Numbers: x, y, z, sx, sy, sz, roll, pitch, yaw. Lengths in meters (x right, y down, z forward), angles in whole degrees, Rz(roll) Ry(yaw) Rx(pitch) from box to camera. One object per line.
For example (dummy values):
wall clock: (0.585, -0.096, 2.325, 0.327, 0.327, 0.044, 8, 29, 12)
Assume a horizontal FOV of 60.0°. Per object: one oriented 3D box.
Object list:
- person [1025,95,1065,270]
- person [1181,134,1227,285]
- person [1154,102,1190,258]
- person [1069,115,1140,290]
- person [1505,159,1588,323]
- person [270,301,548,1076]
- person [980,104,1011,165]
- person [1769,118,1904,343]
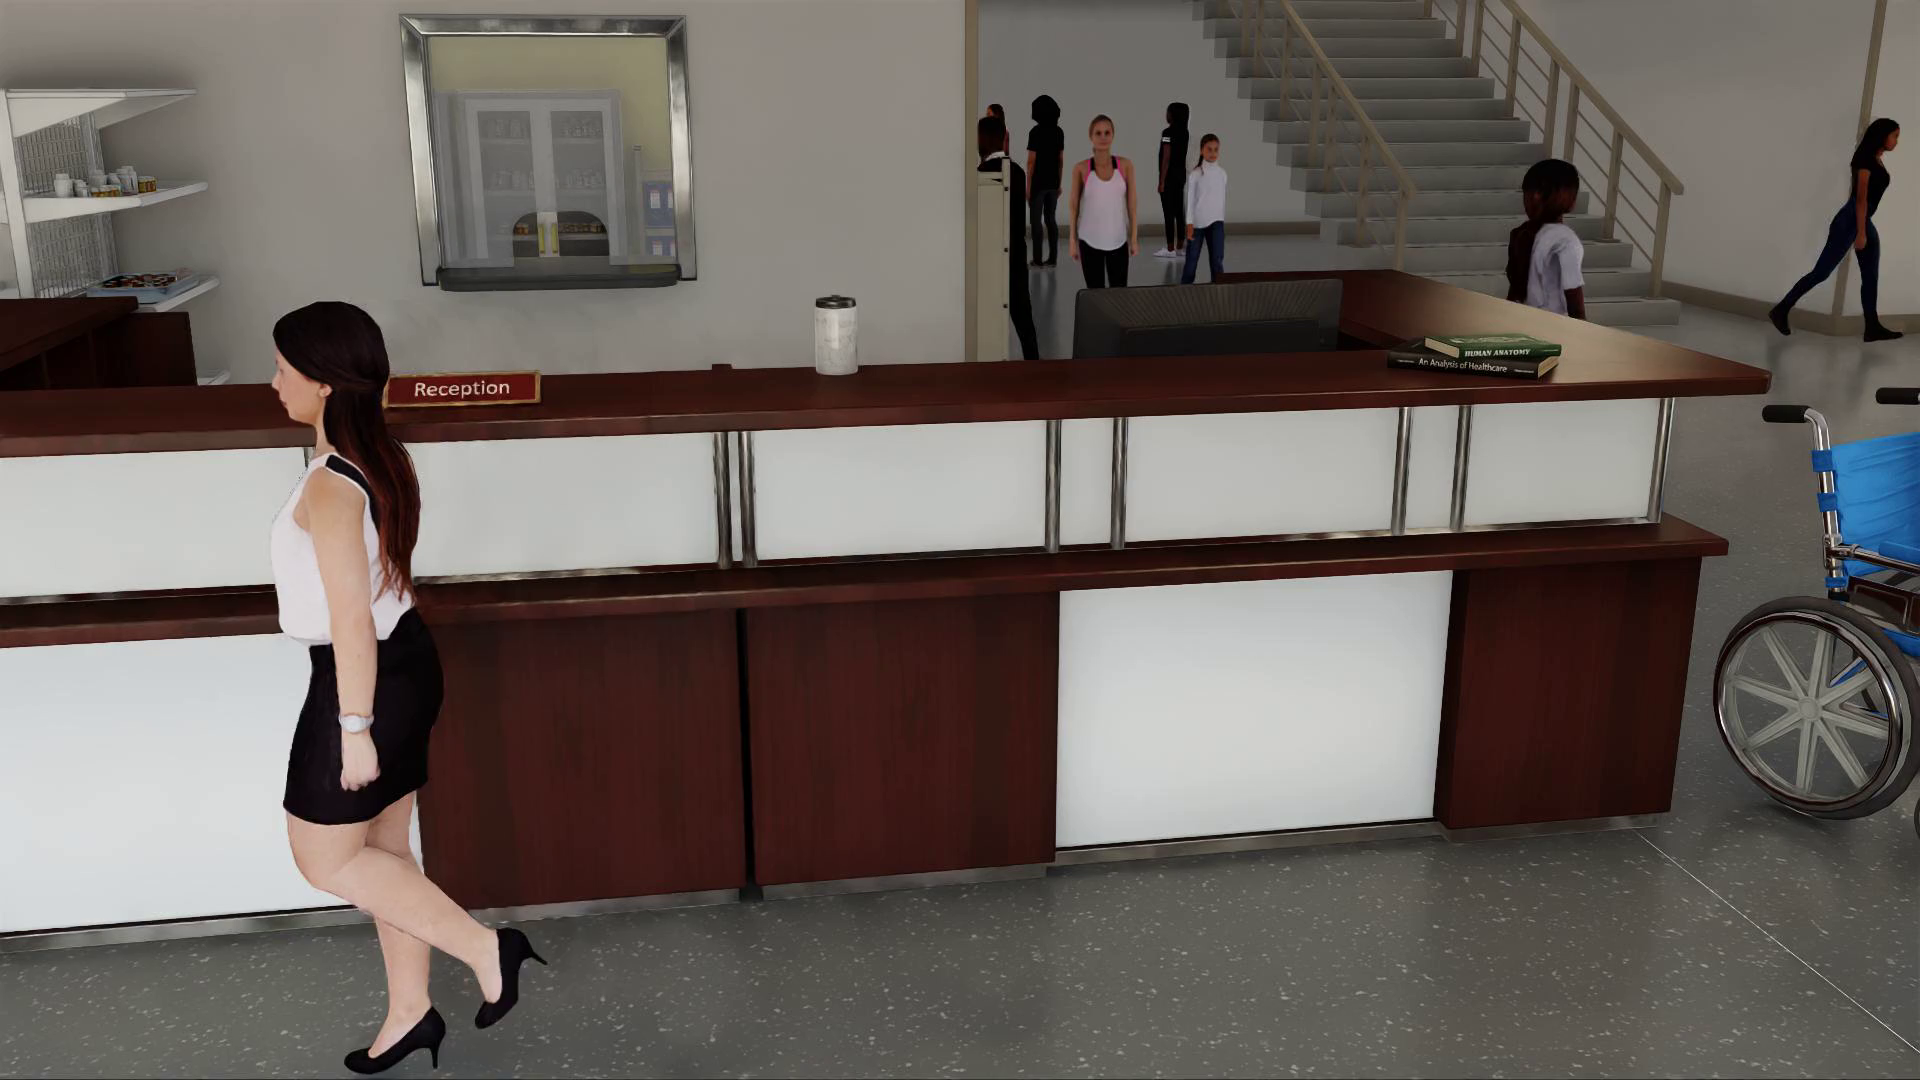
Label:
person: (0.911, -3.848, 17.872, 0.707, 1.827, 0.692, -12, 19, -35)
person: (2.106, -2.724, 14.488, 0.533, 1.512, 1.102, -2, 16, -8)
person: (2.439, -4.130, 19.076, 0.748, 1.729, 0.706, 13, 20, 39)
person: (0.999, -2.034, 11.553, 0.718, 1.777, 0.751, 1, 16, 4)
person: (2.387, -0.719, 7.058, 0.646, 1.684, 1.038, -3, 16, -9)
person: (-1.101, 0.348, 3.360, 0.652, 1.638, 0.643, -1, 16, -5)
person: (0.427, -4.339, 19.871, 0.763, 1.700, 0.650, -12, 20, -37)
person: (6.860, -2.388, 12.967, 1.115, 1.691, 1.248, -15, 21, -42)
